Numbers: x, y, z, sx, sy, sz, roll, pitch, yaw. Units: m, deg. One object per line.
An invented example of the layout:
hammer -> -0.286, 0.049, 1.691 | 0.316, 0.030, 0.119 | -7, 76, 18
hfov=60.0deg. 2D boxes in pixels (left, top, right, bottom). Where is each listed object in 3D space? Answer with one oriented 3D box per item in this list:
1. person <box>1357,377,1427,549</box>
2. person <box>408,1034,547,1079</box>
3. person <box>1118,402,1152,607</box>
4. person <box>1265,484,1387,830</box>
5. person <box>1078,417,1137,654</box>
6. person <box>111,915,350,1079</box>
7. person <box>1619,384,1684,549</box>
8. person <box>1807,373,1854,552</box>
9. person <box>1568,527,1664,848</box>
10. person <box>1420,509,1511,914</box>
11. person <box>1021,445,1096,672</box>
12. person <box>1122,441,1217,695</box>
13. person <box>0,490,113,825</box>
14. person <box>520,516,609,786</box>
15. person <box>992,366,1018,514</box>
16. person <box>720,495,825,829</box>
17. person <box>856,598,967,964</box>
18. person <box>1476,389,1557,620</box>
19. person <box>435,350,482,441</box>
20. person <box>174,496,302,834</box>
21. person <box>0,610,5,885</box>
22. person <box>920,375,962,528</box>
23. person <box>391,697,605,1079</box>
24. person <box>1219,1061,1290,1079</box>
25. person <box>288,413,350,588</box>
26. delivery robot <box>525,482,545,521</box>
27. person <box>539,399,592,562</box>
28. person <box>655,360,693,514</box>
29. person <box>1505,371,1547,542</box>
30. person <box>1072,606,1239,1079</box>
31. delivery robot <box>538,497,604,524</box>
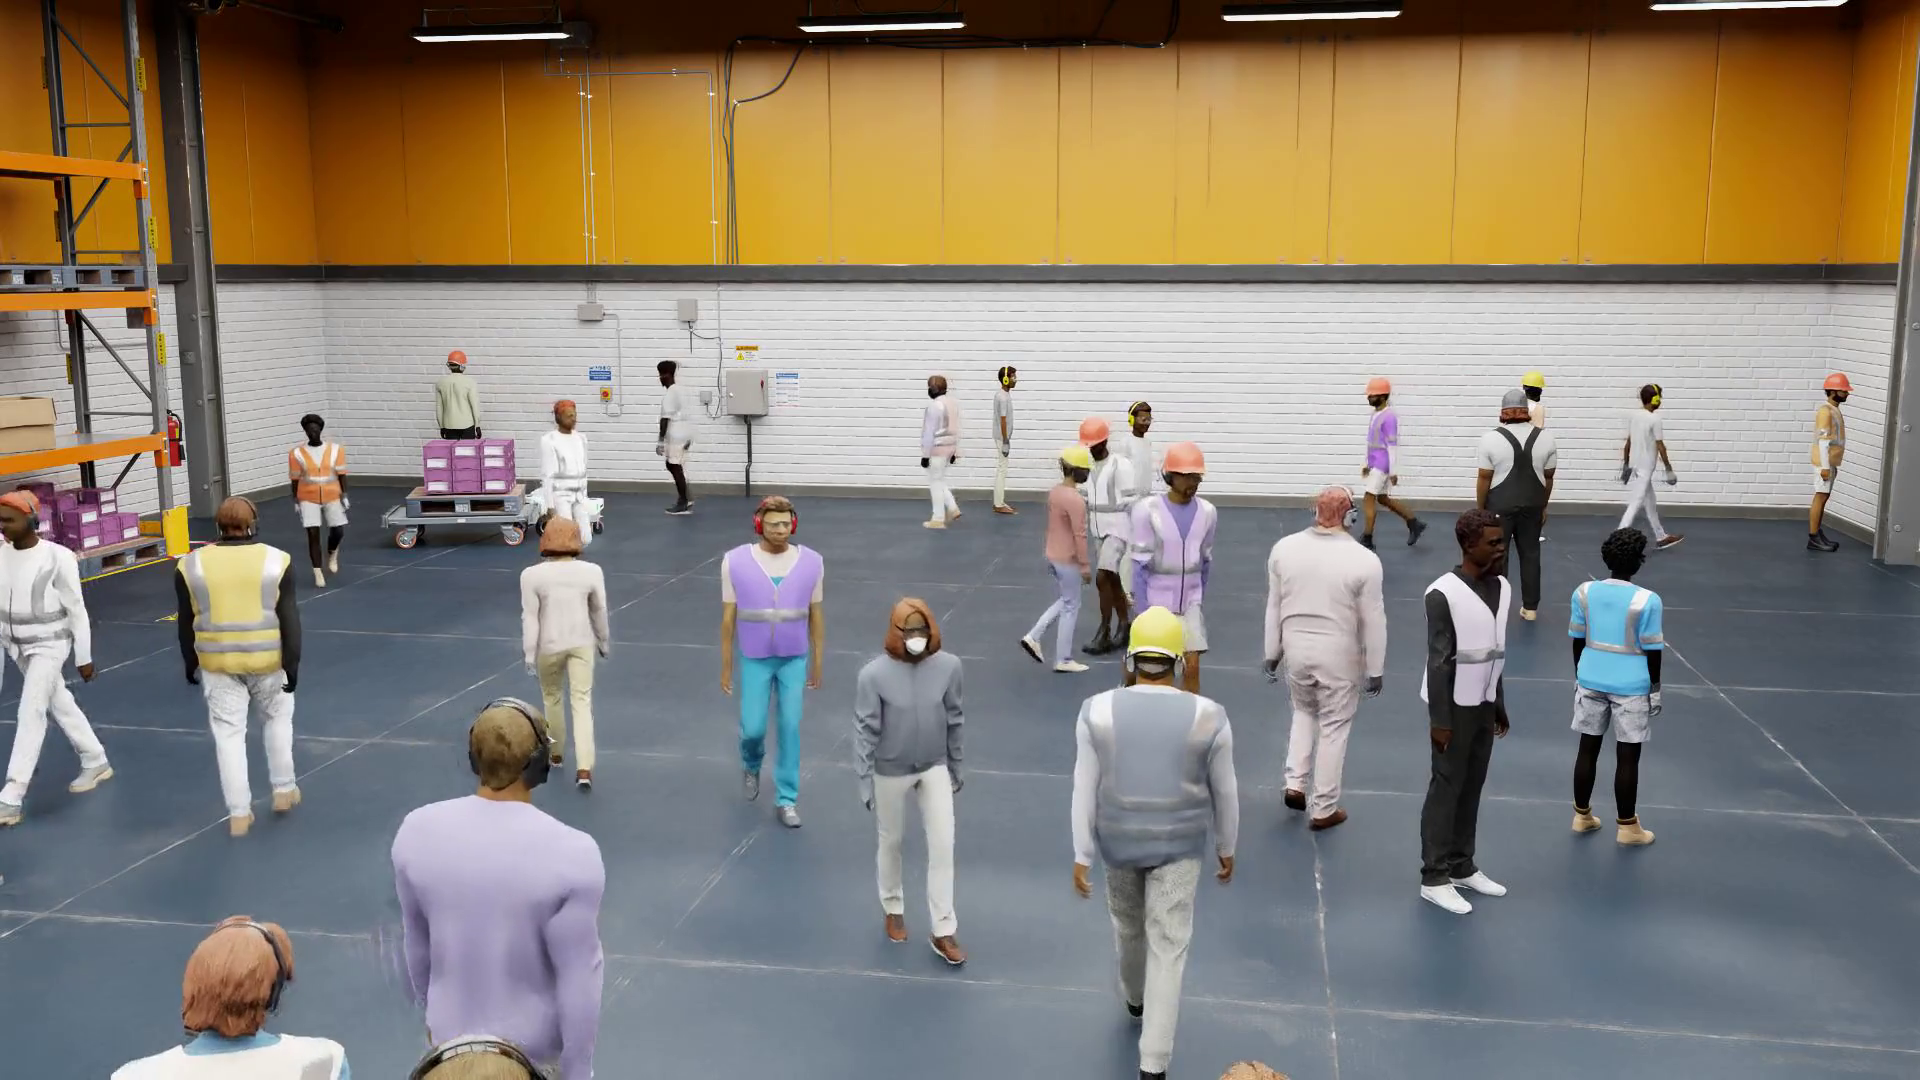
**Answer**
person -> 4.694, -0.833, 18.162 | 0.851, 1.911, 0.539 | 0, 9, 2
person -> -0.715, 1.668, 2.541 | 0.631, 1.939, 0.372 | -4, 10, -22
person -> 1.615, -0.330, 15.158 | 0.311, 1.865, 0.533 | 6, 11, 35
person -> 2.013, 0.635, 9.087 | 0.679, 1.887, 0.436 | 7, 11, 36
person -> 1.126, -0.038, 13.272 | 0.740, 1.884, 0.572 | -7, 11, -36
person -> -1.608, 1.637, 3.681 | 0.532, 1.620, 0.366 | -5, 10, -27
person -> 7.477, -0.758, 17.940 | 0.923, 1.827, 0.519 | -1, 9, -6
person -> 9.499, -0.851, 18.164 | 0.361, 1.939, 0.543 | 6, 11, 34
person -> 3.479, 0.775, 8.825 | 0.319, 1.697, 0.533 | -7, 11, -37
person -> 2.431, 0.813, 7.981 | 0.595, 1.938, 0.415 | -8, 12, -42
person -> 0.780, 0.154, 12.519 | 0.437, 1.747, 0.548 | -3, 10, -19
person -> 1.298, 0.352, 10.510 | 0.602, 2.011, 0.961 | -3, 10, -18
person -> -5.211, 0.625, 9.372 | 0.569, 1.830, 1.046 | 3, 10, 19
person -> -2.347, 0.650, 9.935 | 0.518, 1.588, 0.865 | -3, 10, -21
person -> 0.569, -1.256, 20.932 | 0.333, 1.866, 0.515 | 0, 9, -1
person -> -1.037, 0.650, 9.177 | 0.594, 1.831, 0.517 | -3, 10, -17
person -> -0.197, 1.058, 7.347 | 0.522, 1.602, 0.726 | -3, 10, -18
person -> 4.797, -0.312, 14.505 | 0.678, 2.000, 0.536 | 0, 9, -1
person -> -6.665, -1.527, 22.183 | 0.601, 1.996, 0.379 | 1, 9, 9
person -> -3.951, 0.657, 9.180 | 0.641, 1.816, 0.747 | -3, 10, -17
person -> -4.935, 0.783, 8.023 | 0.635, 1.938, 0.360 | 1, 9, 4
person -> -0.258, -1.035, 19.669 | 0.437, 1.830, 0.627 | 4, 10, 22
person -> -1.264, 1.368, 4.533 | 0.632, 1.900, 0.989 | 2, 9, 11
person -> 0.548, 1.760, 3.001 | 0.508, 1.605, 0.762 | 0, 9, -1
person -> -6.221, -0.400, 16.134 | 0.545, 1.682, 0.564 | -5, 10, -26
delivery robot -> -4.893, -0.443, 19.626 | 0.477, 0.478, 0.707 | 5, 10, 30
person -> -3.697, -0.386, 15.503 | 0.566, 1.867, 0.581 | 6, 11, 33
person -> -3.585, -1.288, 20.852 | 0.463, 1.939, 0.652 | 2, 9, 11
person -> 6.406, -0.945, 18.786 | 0.384, 1.924, 0.594 | -3, 10, -20
person -> 0.749, 1.132, 6.353 | 0.617, 1.779, 0.949 | 2, 9, 10
delivery robot -> -4.467, -0.361, 19.117 | 0.707, 0.478, 0.477 | 0, 9, -2
